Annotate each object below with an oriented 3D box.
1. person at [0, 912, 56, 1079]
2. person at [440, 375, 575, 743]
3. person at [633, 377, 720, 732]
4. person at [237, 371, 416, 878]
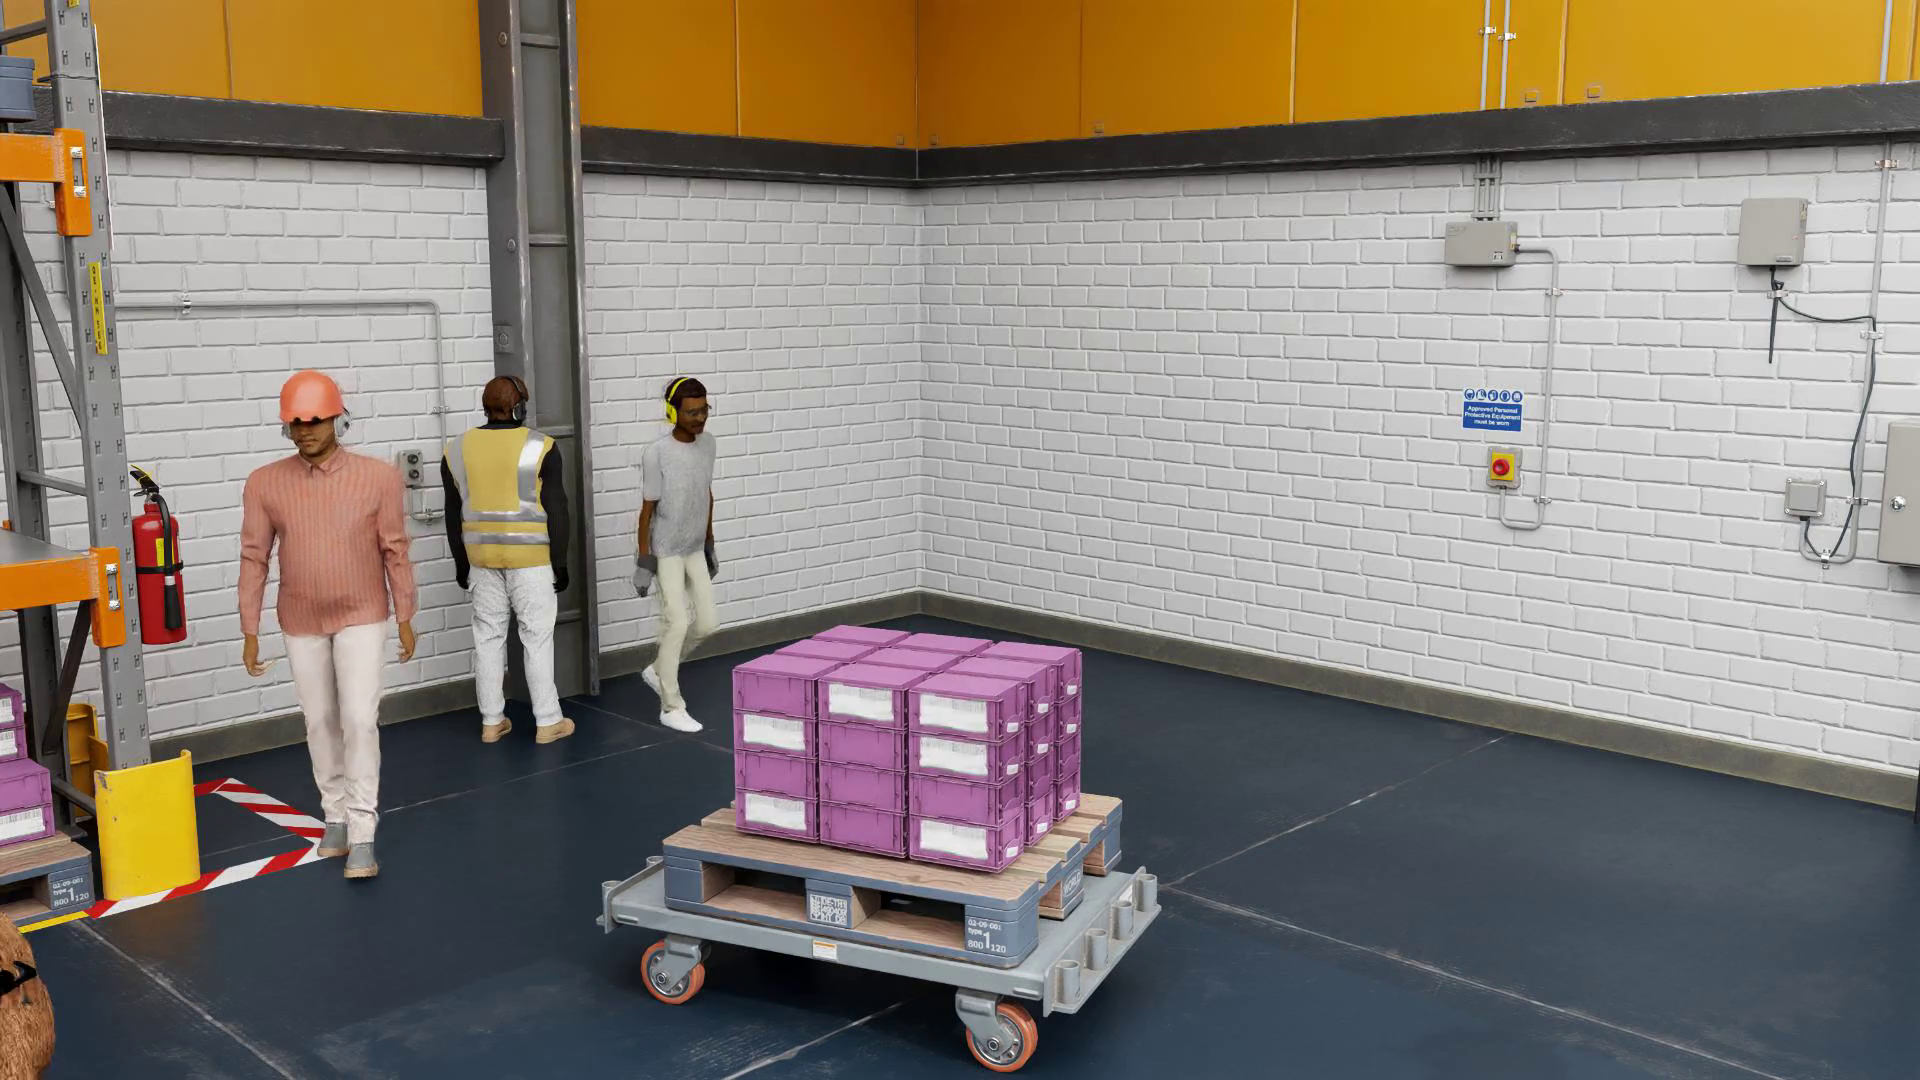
[{"bbox_3d":[-1.244,1.241,2.005,0.511,1.614,0.686,2,10,14],"label":"person"},{"bbox_3d":[-2.235,0.102,8.297,0.624,1.845,0.430,1,9,9],"label":"person"},{"bbox_3d":[-1.448,0.071,8.520,0.572,1.831,0.549,7,11,35],"label":"person"},{"bbox_3d":[-2.483,0.337,6.468,0.648,1.961,0.818,-1,9,-8],"label":"person"}]
